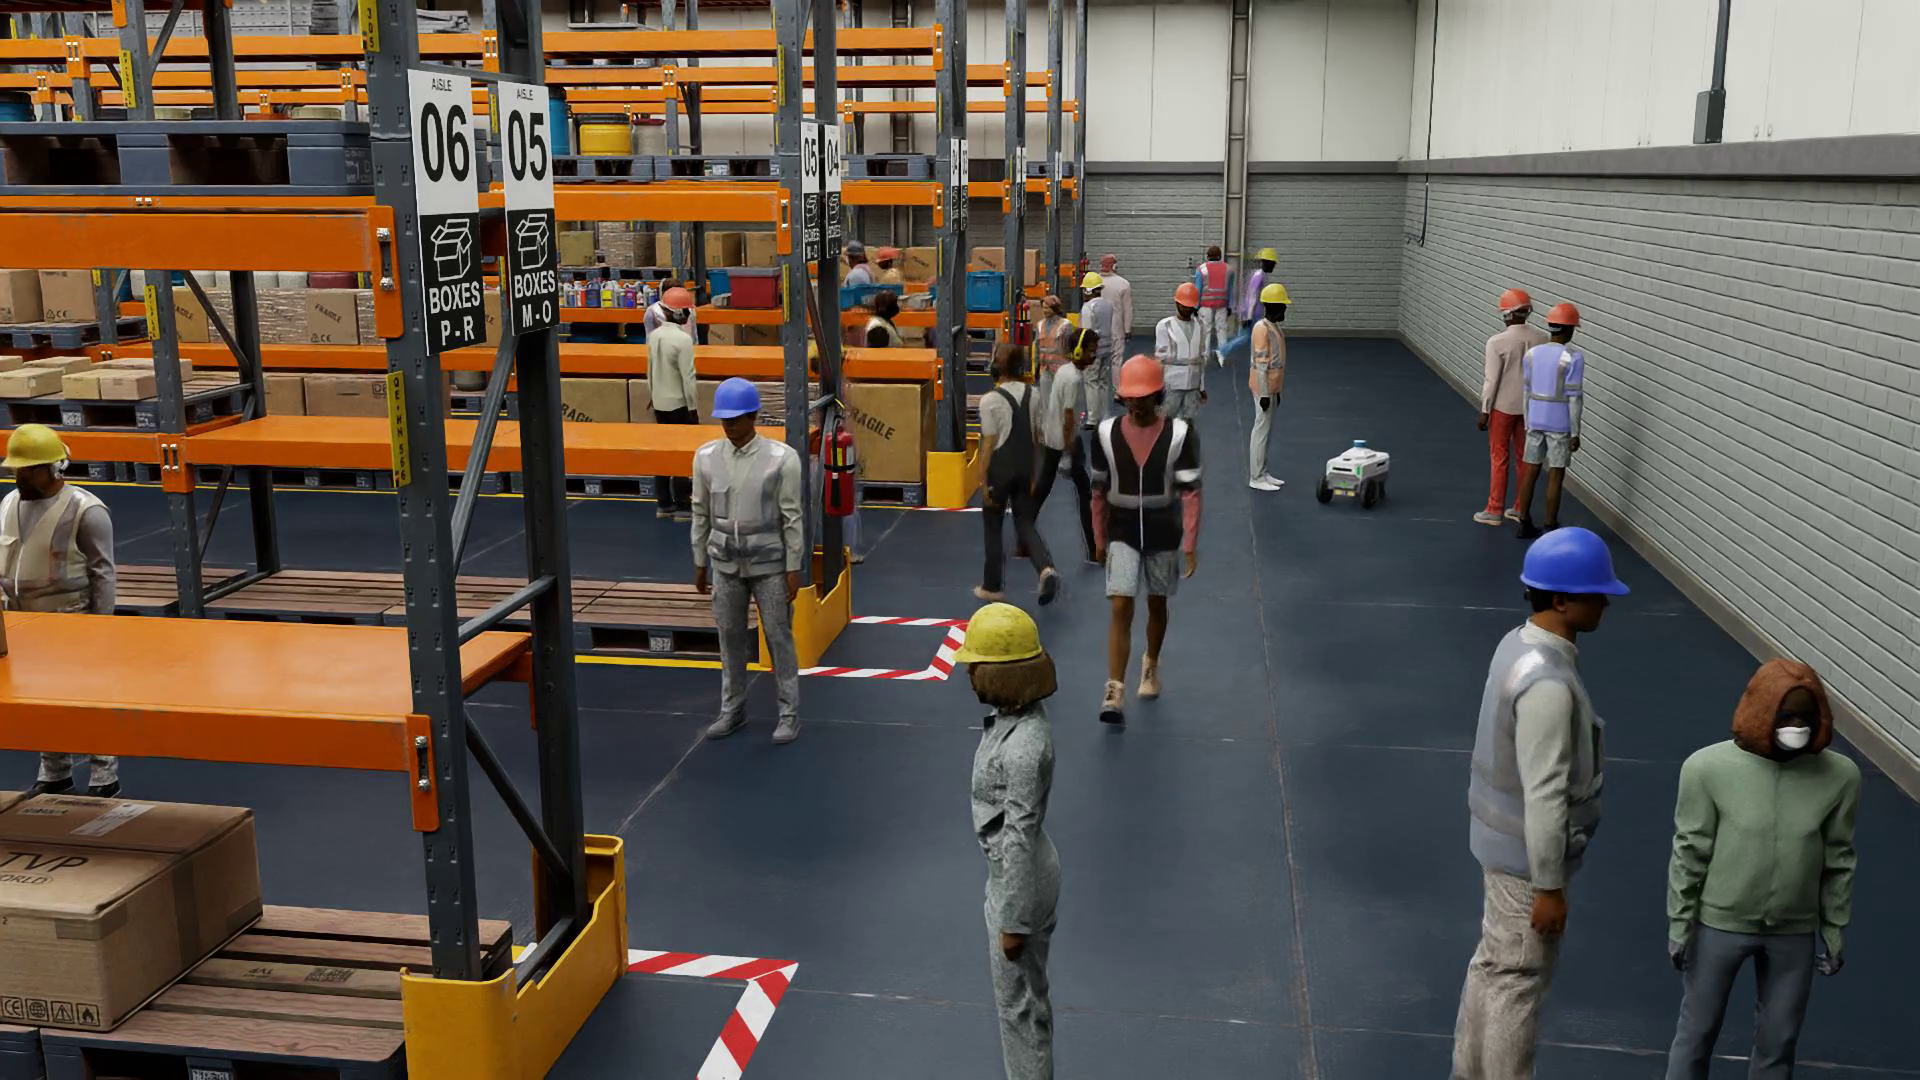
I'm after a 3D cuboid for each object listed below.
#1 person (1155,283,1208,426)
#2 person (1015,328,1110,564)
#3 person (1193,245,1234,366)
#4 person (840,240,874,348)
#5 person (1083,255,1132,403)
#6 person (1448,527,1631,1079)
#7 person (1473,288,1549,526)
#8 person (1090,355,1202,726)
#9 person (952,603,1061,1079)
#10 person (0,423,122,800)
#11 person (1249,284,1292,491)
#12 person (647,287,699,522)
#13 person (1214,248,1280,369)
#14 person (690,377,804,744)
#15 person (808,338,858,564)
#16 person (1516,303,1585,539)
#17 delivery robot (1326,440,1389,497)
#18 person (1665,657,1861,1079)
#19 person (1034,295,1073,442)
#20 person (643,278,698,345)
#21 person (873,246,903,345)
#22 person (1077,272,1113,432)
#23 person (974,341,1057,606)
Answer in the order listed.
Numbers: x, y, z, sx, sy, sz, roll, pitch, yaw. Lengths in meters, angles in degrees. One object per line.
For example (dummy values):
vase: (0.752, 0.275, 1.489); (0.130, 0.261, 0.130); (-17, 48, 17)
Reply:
person: (2.108, -1.468, 15.758); (0.543, 1.927, 0.375); (-5, 14, -23)
person: (0.833, -0.700, 12.604); (0.851, 1.797, 0.541); (-1, 13, -6)
person: (3.886, -3.595, 25.566); (0.633, 1.837, 0.429); (-2, 13, -9)
person: (-1.443, -3.082, 22.786); (0.536, 2.000, 0.686); (2, 13, 11)
person: (1.918, -2.727, 21.504); (0.639, 1.902, 0.407); (4, 13, 18)
person: (1.704, 0.919, 4.980); (0.475, 1.952, 0.633); (2, 13, 11)
person: (4.643, -1.115, 14.008); (0.611, 1.995, 0.376); (-5, 13, -20)
person: (0.984, -0.002, 9.007); (0.616, 1.972, 1.087); (3, 13, 12)
person: (0.137, 1.028, 4.933); (0.320, 1.738, 0.486); (0, 12, 1)
person: (-4.192, 0.364, 7.706); (0.586, 1.832, 0.403); (3, 13, 15)
person: (2.898, -1.433, 15.599); (0.362, 1.928, 0.587); (4, 13, 19)
person: (-2.416, -1.158, 14.204); (0.396, 1.992, 0.623); (-11, 17, -41)
person: (4.251, -3.383, 24.567); (0.863, 1.865, 0.571); (1, 13, 6)
person: (-1.109, 0.118, 8.603); (0.627, 1.934, 0.434); (3, 13, 14)
person: (-0.989, -0.653, 12.493); (0.476, 1.752, 0.534); (3, 13, 14)
person: (4.756, -0.929, 13.323); (0.381, 1.928, 0.546); (-8, 15, -32)
delivery robot: (3.592, -0.655, 14.997); (0.477, 0.478, 0.707); (9, 15, 36)
person: (2.281, 1.119, 4.772); (0.505, 1.627, 0.279); (1, 13, 6)
person: (1.030, -1.866, 18.238); (0.526, 1.631, 0.316); (12, 17, 43)
person: (-3.058, -1.883, 17.829); (0.628, 1.843, 0.429); (-10, 16, -38)
person: (-1.026, -3.201, 23.616); (0.547, 1.910, 0.591); (2, 13, 9)
person: (1.524, -2.147, 19.075); (0.405, 1.826, 0.597); (8, 15, 31)
person: (0.369, -0.431, 11.298); (0.525, 1.828, 0.711); (-8, 15, -33)
